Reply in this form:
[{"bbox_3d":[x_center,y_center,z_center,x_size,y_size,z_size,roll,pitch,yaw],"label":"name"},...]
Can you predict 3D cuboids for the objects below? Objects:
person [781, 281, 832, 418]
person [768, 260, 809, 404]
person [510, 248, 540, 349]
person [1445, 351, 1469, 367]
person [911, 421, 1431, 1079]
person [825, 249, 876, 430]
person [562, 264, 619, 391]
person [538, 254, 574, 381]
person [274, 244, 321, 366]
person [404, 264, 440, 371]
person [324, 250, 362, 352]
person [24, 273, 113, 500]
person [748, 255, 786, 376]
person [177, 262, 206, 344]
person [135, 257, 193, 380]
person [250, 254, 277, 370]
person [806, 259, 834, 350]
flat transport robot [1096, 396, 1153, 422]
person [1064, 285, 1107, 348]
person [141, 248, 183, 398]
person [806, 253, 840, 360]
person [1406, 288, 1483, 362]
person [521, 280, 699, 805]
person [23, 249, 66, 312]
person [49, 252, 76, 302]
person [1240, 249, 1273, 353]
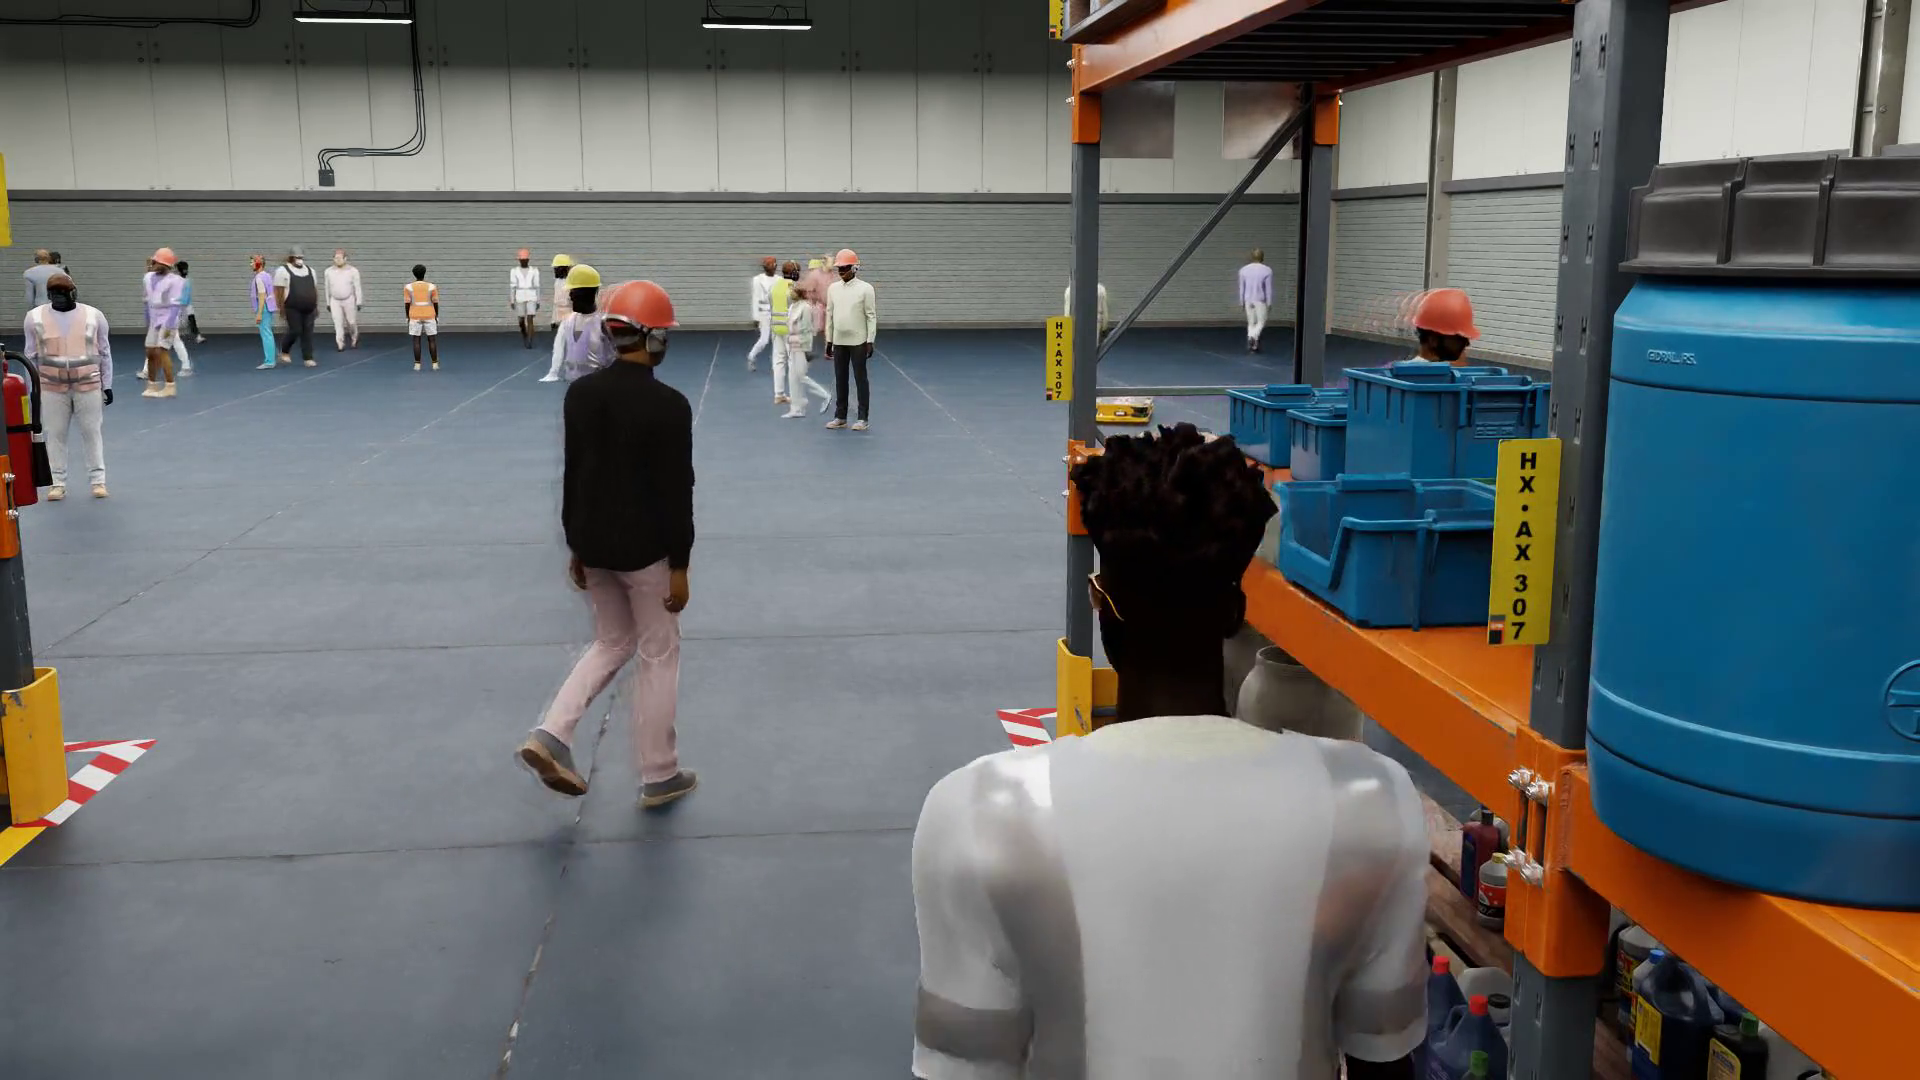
[{"bbox_3d":[-1.834,-2.238,19.591,0.503,1.628,0.524,-5,11,-25],"label":"person"},{"bbox_3d":[-2.157,-2.634,21.197,0.629,1.837,0.429,8,13,38],"label":"person"},{"bbox_3d":[-8.346,-4.641,31.970,0.547,1.917,0.694,-2,11,-11],"label":"person"},{"bbox_3d":[2.405,-0.205,8.403,0.500,1.636,0.279,-10,14,-42],"label":"person"},{"bbox_3d":[0.251,0.838,1.896,0.614,1.939,0.888,-1,10,-6],"label":"person"},{"bbox_3d":[-1.228,-2.208,18.402,0.623,1.991,0.396,5,12,27],"label":"person"},{"bbox_3d":[-2.757,-1.083,12.419,0.595,1.925,0.375,9,14,40],"label":"person"},{"bbox_3d":[-5.833,-3.313,24.798,0.983,1.892,0.597,-7,12,-33],"label":"person"},{"bbox_3d":[-10.895,-3.876,27.424,0.618,2.000,0.686,8,13,39],"label":"person"},{"bbox_3d":[-8.568,-3.537,26.499,0.540,1.697,0.318,-4,11,-21],"label":"person"},{"bbox_3d":[-11.571,-4.491,31.233,0.650,1.884,0.787,-2,11,-11],"label":"person"},{"bbox_3d":[-7.239,-1.243,13.538,0.631,1.840,0.428,-5,11,-25],"label":"person"},{"bbox_3d":[-2.976,-3.448,25.582,0.580,1.864,0.721,-9,14,-42],"label":"person"},{"bbox_3d":[-15.411,-4.685,32.925,0.896,1.642,0.568,3,11,17],"label":"person"},{"bbox_3d":[-12.035,-3.346,25.094,0.593,1.841,0.981,3,11,18],"label":"person"},{"bbox_3d":[-11.229,-3.669,26.830,0.389,1.843,0.567,-3,11,-14],"label":"person"},{"bbox_3d":[-2.611,-4.295,30.607,0.526,1.723,0.896,6,12,28],"label":"person"},{"bbox_3d":[1.908,-1.546,19.500,0.652,0.197,1.431,2,10,9],"label":"flat transport robot"},{"bbox_3d":[1.748,-2.970,23.172,0.595,1.790,0.921,1,10,4],"label":"person"},{"bbox_3d":[-10.593,-2.864,22.060,0.683,1.981,0.407,5,11,24],"label":"person"},{"bbox_3d":[-2.414,-4.062,28.936,0.660,1.871,0.702,-8,13,-38],"label":"person"},{"bbox_3d":[2.052,-0.177,7.504,0.498,1.903,0.566,0,10,2],"label":"person"},{"bbox_3d":[-1.262,0.039,6.134,0.626,1.979,0.640,7,12,34],"label":"person"},{"bbox_3d":[-14.691,-3.710,26.790,0.636,1.938,0.362,-8,13,-38],"label":"person"},{"bbox_3d":[-18.696,-5.060,34.499,0.659,1.825,0.696,3,11,18],"label":"person"},{"bbox_3d":[5.374,-4.340,30.307,0.630,1.923,0.601,6,12,31],"label":"person"}]
